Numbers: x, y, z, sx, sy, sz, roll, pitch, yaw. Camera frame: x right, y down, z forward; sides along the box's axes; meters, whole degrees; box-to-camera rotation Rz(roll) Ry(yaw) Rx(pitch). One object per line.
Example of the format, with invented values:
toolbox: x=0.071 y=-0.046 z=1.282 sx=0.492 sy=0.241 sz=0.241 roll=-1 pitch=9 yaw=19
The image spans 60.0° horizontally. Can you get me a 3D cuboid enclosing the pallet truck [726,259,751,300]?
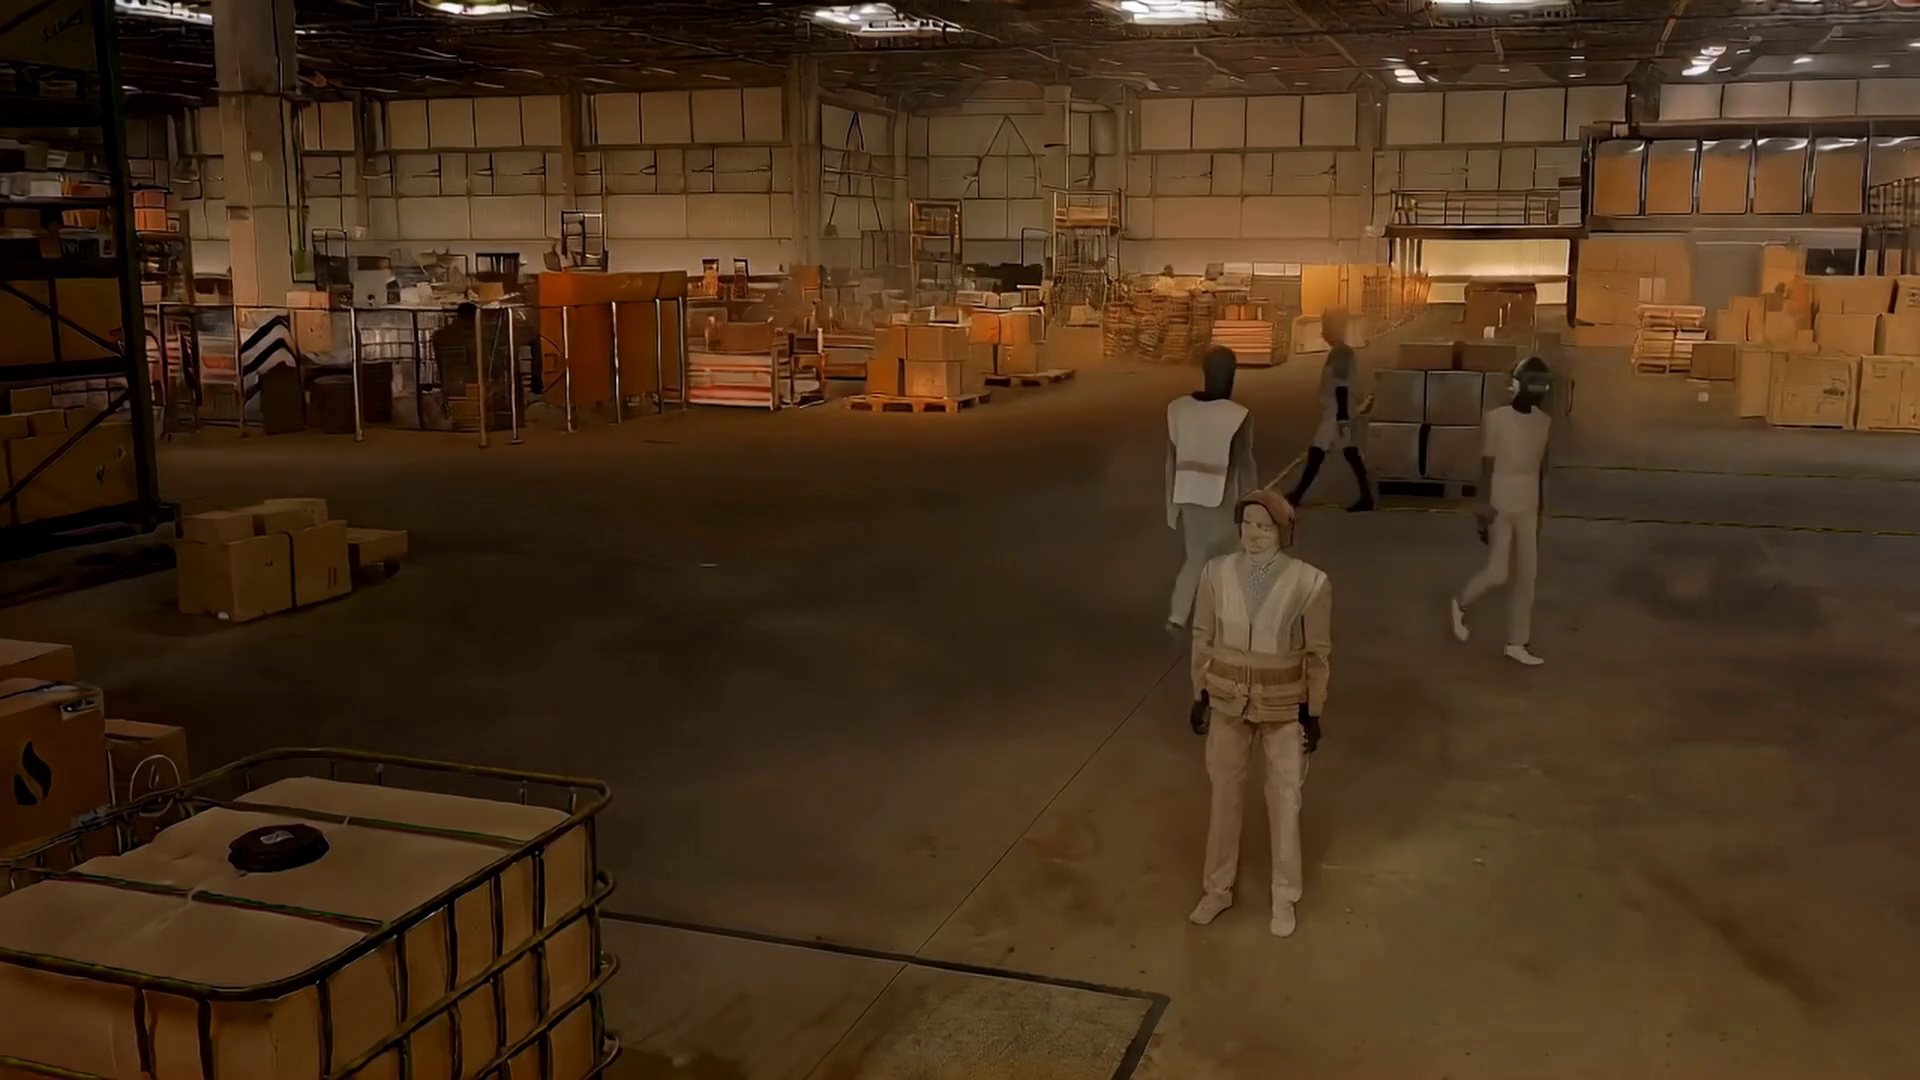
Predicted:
pallet truck: x=-7.986 y=-9.493 z=62.019 sx=0.823 sy=1.965 sz=1.885 roll=3 pitch=11 yaw=17

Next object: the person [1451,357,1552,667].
person: x=3.293 y=-0.190 z=10.048 sx=0.532 sy=1.849 sz=0.630 roll=-3 pitch=11 yaw=-19

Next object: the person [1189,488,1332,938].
person: x=1.086 y=0.621 z=6.068 sx=0.514 sy=1.641 sz=0.308 roll=5 pitch=11 yaw=25

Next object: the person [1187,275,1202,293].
person: x=6.142 y=-6.072 z=43.556 sx=0.488 sy=1.715 sz=0.825 roll=4 pitch=11 yaw=22

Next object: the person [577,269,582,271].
person: x=-13.523 y=-8.902 z=59.343 sx=0.328 sy=1.769 sz=0.526 roll=6 pitch=12 yaw=31

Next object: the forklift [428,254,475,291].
forklift: x=-20.133 y=-10.254 z=65.465 sx=1.157 sy=1.987 sz=2.680 roll=3 pitch=11 yaw=19

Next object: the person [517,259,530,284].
person: x=-14.642 y=-8.401 z=55.793 sx=0.461 sy=2.022 sz=0.632 roll=1 pitch=10 yaw=6

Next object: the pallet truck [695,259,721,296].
pallet truck: x=-9.165 y=-9.627 z=62.776 sx=0.823 sy=1.965 sz=1.885 roll=4 pitch=11 yaw=23

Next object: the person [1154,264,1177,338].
person: x=5.511 y=-6.384 z=44.566 sx=0.628 sy=1.979 sz=0.563 roll=8 pitch=13 yaw=38

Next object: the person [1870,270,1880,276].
person: x=22.536 y=-5.714 z=41.055 sx=0.337 sy=1.882 sz=0.584 roll=0 pitch=10 yaw=-3

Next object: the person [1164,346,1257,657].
person: x=1.504 y=-0.212 z=10.005 sx=0.620 sy=1.905 sz=0.431 roll=9 pitch=14 yaw=42

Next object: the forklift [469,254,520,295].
forklift: x=-17.990 y=-10.121 z=64.684 sx=1.157 sy=1.987 sz=2.680 roll=3 pitch=11 yaw=17

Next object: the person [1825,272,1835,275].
person: x=19.085 y=-4.914 z=36.465 sx=0.553 sy=1.923 sz=0.732 roll=-3 pitch=10 yaw=-16

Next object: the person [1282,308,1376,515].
person: x=3.413 y=-1.179 z=15.415 sx=1.017 sy=1.911 sz=0.629 roll=4 pitch=11 yaw=20

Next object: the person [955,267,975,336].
person: x=0.120 y=-6.567 z=45.796 sx=0.737 sy=1.916 sz=0.544 roll=4 pitch=11 yaw=19
